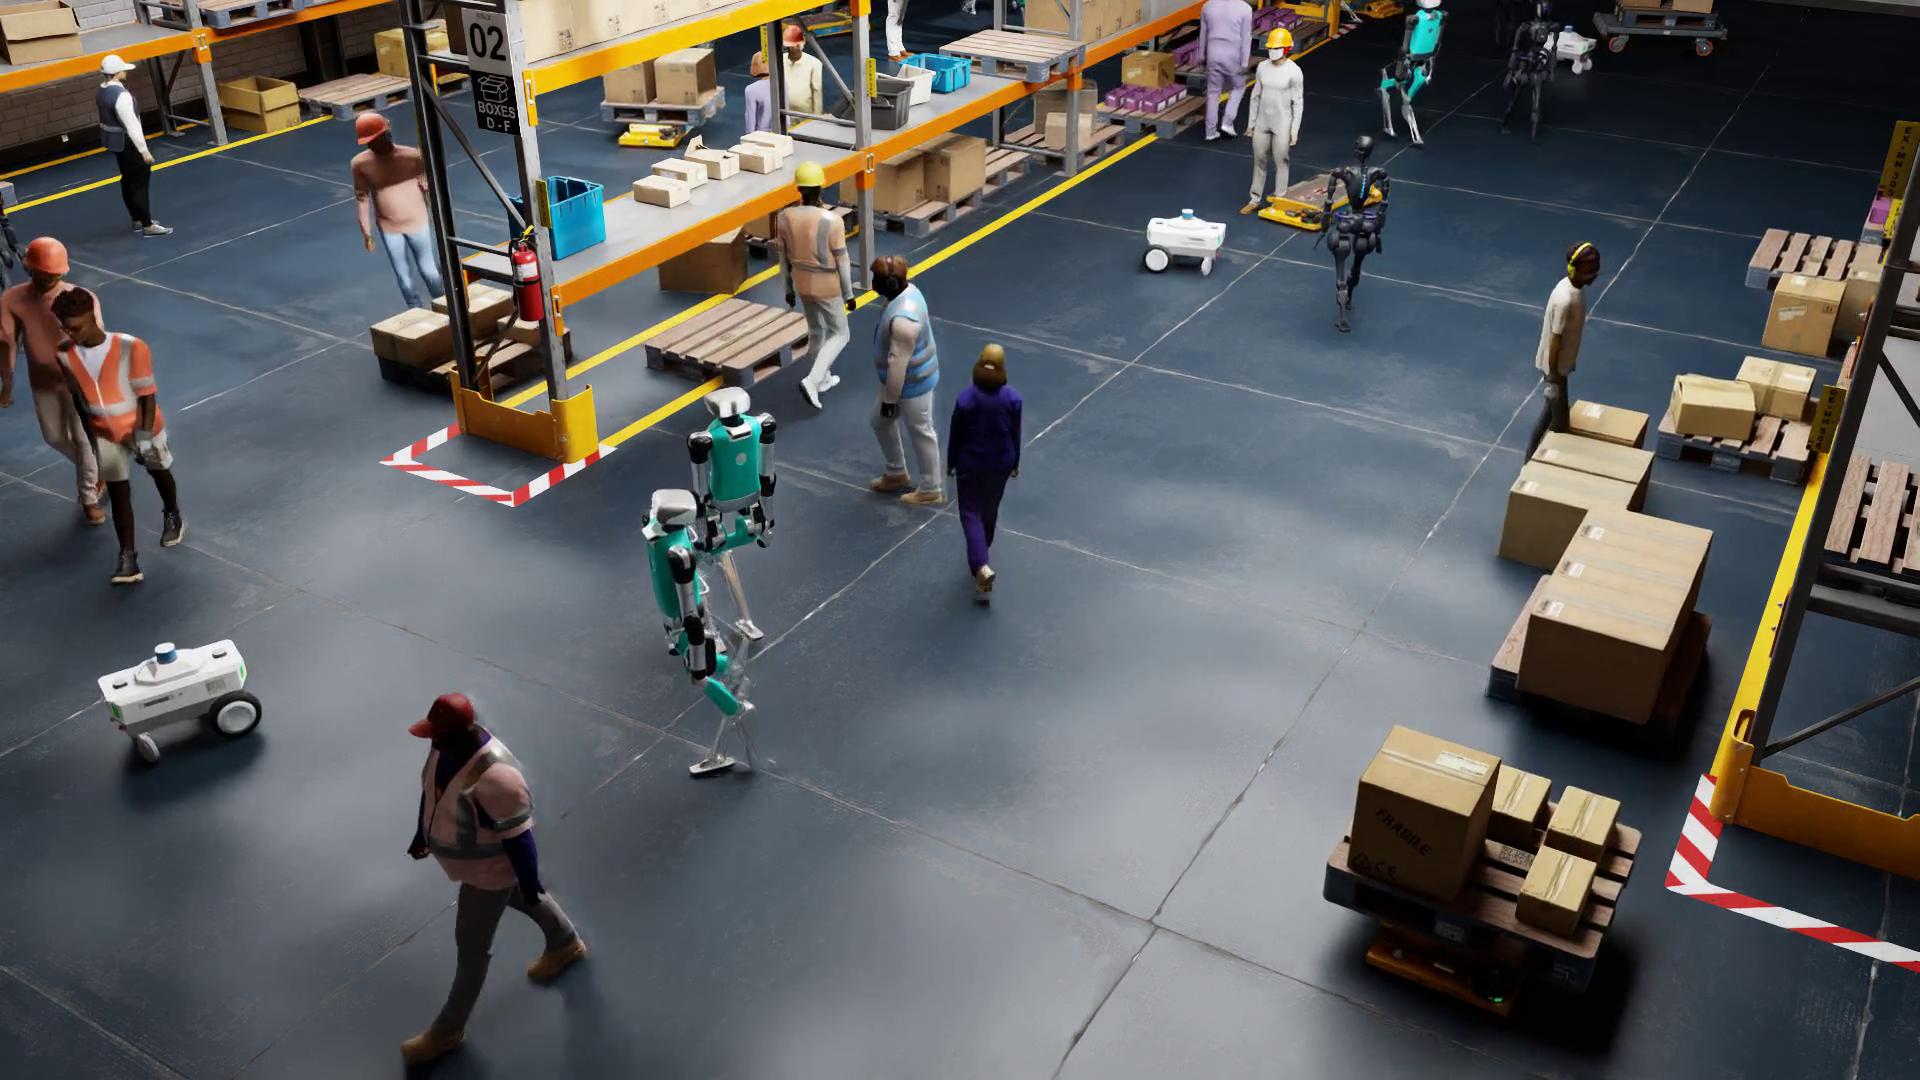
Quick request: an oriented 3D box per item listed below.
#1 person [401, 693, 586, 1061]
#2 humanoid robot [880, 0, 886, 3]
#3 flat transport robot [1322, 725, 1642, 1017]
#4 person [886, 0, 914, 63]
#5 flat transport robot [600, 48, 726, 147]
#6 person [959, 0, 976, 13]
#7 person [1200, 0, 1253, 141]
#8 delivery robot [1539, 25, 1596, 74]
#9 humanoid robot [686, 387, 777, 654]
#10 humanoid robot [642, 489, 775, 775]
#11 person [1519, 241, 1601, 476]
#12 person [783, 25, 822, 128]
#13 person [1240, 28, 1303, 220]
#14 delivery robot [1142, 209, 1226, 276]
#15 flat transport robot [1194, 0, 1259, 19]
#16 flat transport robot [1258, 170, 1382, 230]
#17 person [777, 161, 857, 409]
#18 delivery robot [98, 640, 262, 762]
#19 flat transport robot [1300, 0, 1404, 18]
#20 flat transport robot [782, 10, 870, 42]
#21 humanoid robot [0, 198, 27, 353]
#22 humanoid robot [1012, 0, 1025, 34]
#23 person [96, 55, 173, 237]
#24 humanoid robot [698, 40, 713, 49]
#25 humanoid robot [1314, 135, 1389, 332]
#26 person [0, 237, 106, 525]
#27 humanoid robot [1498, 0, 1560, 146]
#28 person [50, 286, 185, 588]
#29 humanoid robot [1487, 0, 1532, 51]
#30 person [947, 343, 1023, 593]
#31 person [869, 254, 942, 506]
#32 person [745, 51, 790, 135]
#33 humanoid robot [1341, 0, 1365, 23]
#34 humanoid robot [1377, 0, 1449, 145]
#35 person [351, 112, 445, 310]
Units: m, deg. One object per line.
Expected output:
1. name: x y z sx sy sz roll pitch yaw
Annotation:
1. person: -2.061 1.350 7.103 0.935 1.706 0.615 -22 36 -33
2. humanoid robot: -1.269 -9.259 25.898 0.601 1.635 0.549 1 29 1
3. flat transport robot: 2.508 1.668 7.991 0.659 0.231 1.431 17 34 27
4. person: -0.826 -7.447 22.426 0.373 1.935 0.627 7 30 12
5. flat transport robot: -3.485 -4.946 19.691 0.659 0.231 1.431 5 30 8
6. person: 0.140 -8.923 25.027 0.514 1.940 0.477 -13 32 -22
7. person: 3.054 -5.529 19.069 0.666 1.888 0.513 18 34 28
8. delivery robot: 8.100 -6.594 22.316 0.781 0.595 0.499 25 38 37
9. humanoid robot: -1.400 -0.156 9.642 0.530 1.709 0.730 -19 35 -30
10. humanoid robot: -1.220 0.559 8.577 0.729 1.907 0.550 -14 32 -23
11. person: 4.137 -1.183 11.440 0.329 1.847 0.613 13 32 22
12. person: -1.706 -4.493 17.386 0.560 1.745 0.336 9 31 16
13. person: 3.137 -4.157 16.646 0.563 1.895 0.378 21 36 32
14. delivery robot: 2.093 -2.802 15.600 0.757 0.587 0.525 7 30 12
15. flat transport robot: 4.064 -8.136 25.334 1.431 0.231 0.659 -11 31 -18
16. flat transport robot: 3.746 -3.503 17.138 0.659 0.231 1.431 24 37 36
17. person: -1.097 -1.934 12.692 0.631 1.907 0.689 17 34 27
18. delivery robot: -4.282 0.840 9.172 0.774 0.602 0.515 -19 35 -30
19. flat transport robot: 6.014 -8.236 25.510 1.431 0.231 0.659 23 37 34
20. flat transport robot: -2.077 -7.423 24.073 1.431 0.231 0.659 -21 36 -33
21. humanoid robot: -8.090 -2.372 13.732 0.670 1.637 0.609 23 37 35
22. humanoid robot: 0.972 -7.478 22.719 0.531 1.775 1.004 3 30 6
23. person: -8.102 -3.840 16.232 0.768 1.752 0.463 25 38 37
24. humanoid robot: -3.427 -6.919 21.671 0.636 1.782 0.534 -25 38 -37
25. humanoid robot: 3.351 -2.664 14.276 0.589 1.624 0.772 -2 30 -4
26. person: -6.012 -1.070 11.115 0.712 1.961 0.604 -4 30 -8
27. humanoid robot: 6.564 -5.419 19.148 0.612 1.626 0.783 -4 30 -7
28. person: -5.301 -0.676 10.474 0.598 1.893 1.014 -2 30 -4
29. humanoid robot: 7.628 -7.612 22.980 0.609 1.646 0.496 4 30 7
30. person: 0.169 -0.446 10.394 0.462 1.597 0.725 -6 30 -10
31. person: -0.414 -1.063 11.256 0.633 1.813 0.633 -4 30 -8
32. person: -1.941 -4.113 16.840 0.501 1.628 0.280 -19 35 -30
33. humanoid robot: 5.644 -8.534 24.575 0.891 1.782 0.575 11 31 18
34. humanoid robot: 5.064 -5.360 18.923 0.546 1.728 0.952 -12 32 -20
35. person: -4.677 -2.629 13.885 0.640 1.948 0.544 -6 30 -10
